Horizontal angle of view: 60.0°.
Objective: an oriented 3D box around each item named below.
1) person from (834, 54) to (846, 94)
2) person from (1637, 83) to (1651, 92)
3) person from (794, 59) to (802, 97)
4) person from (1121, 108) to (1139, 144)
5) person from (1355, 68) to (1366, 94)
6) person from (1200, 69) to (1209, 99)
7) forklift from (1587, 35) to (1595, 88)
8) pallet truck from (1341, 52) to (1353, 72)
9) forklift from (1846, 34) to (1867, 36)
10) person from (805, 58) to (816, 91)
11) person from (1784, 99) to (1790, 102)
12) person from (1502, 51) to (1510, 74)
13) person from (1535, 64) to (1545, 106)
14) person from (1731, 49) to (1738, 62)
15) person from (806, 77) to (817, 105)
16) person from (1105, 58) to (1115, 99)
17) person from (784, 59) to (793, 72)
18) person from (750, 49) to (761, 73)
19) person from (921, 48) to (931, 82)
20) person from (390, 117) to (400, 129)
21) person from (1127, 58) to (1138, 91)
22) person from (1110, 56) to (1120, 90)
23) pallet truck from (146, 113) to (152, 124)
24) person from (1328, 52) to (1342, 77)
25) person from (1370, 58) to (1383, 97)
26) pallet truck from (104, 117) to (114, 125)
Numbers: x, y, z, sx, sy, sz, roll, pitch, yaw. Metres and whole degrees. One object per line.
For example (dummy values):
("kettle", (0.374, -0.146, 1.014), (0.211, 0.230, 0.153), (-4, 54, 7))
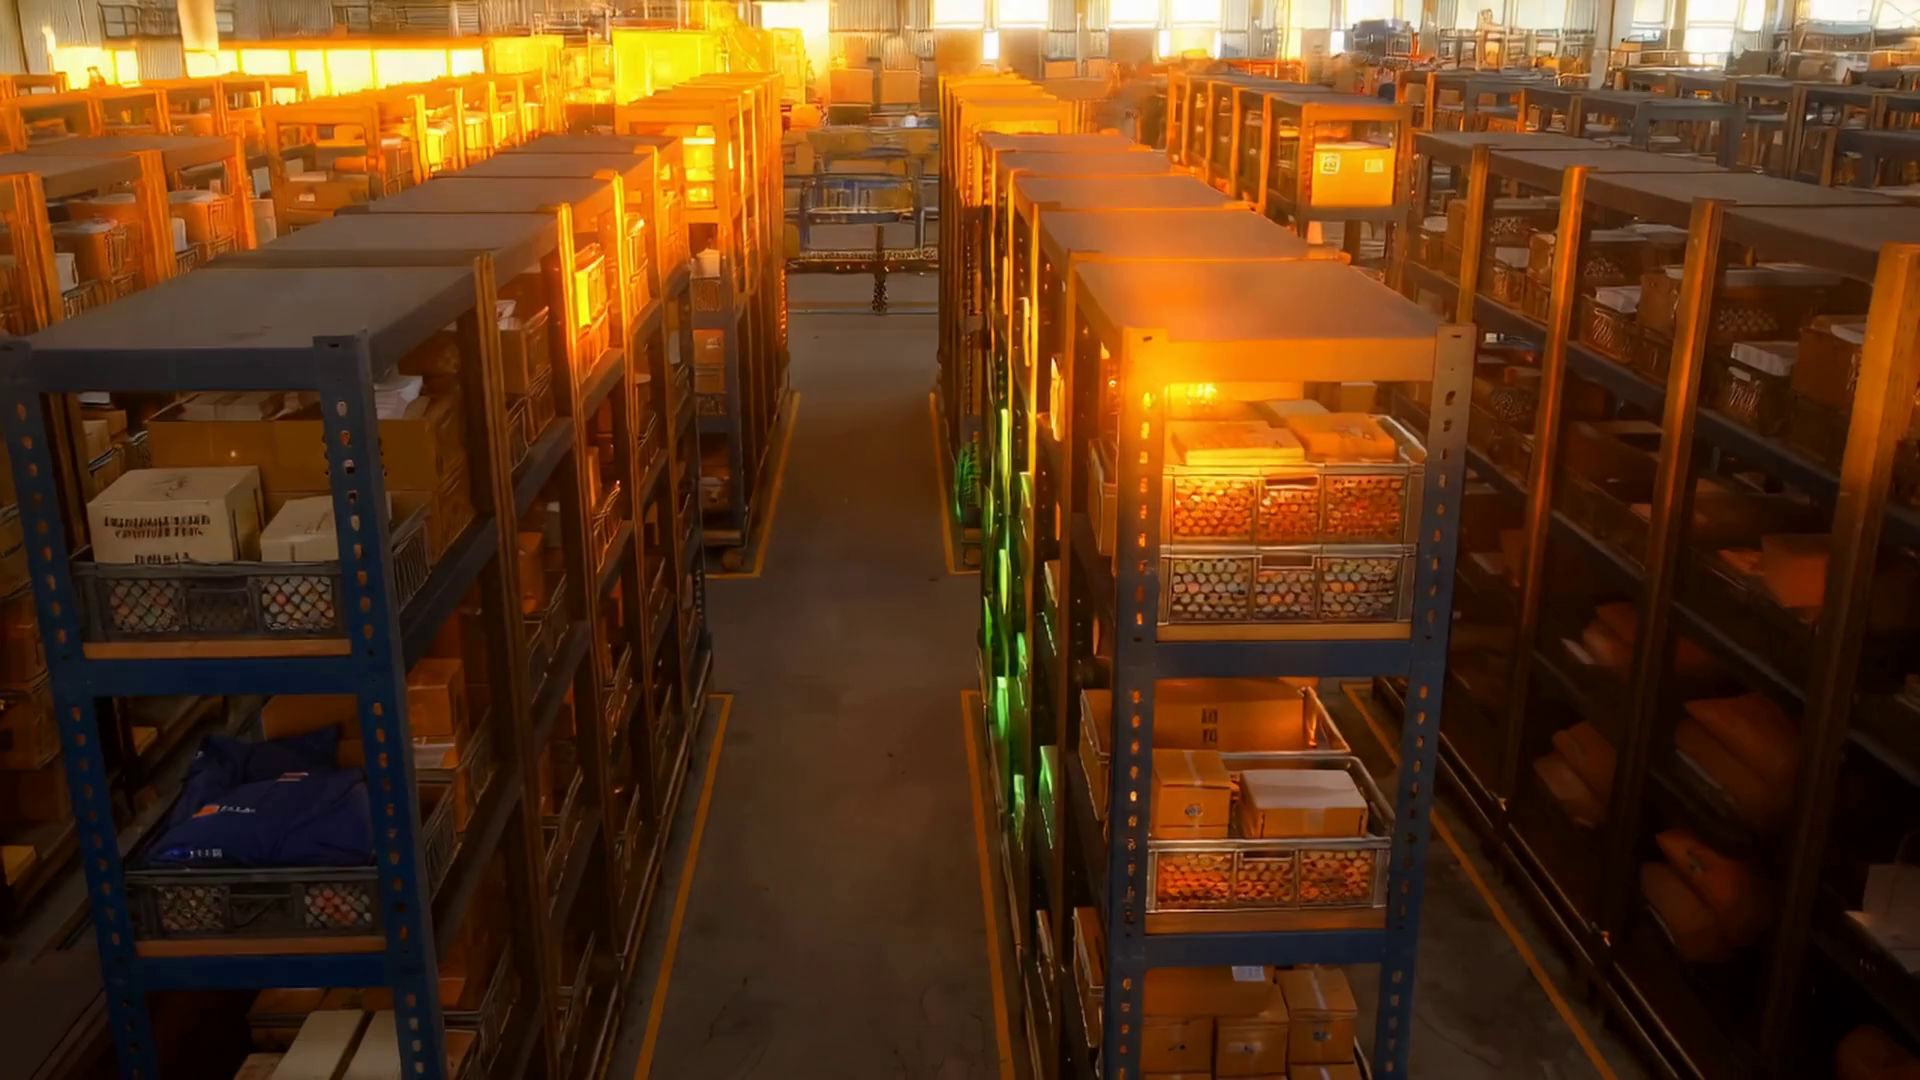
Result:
("person", (-5.843, -22.746, 81.263), (0.596, 1.882, 0.931), (-3, 18, -10))
("person", (24.997, -16.051, 60.921), (0.514, 1.639, 0.310), (1, 18, 2))
("person", (-7.487, -21.317, 76.739), (0.362, 1.938, 0.545), (7, 19, 20))
("person", (4.549, -10.709, 44.412), (0.537, 1.619, 0.388), (-4, 18, -12))
("person", (15.181, -16.859, 62.918), (0.485, 1.949, 0.651), (-1, 18, -3))
("person", (9.184, -16.642, 62.310), (0.647, 1.911, 0.539), (2, 18, 6))
("forklift", (30.521, -22.610, 79.232), (1.129, 2.768, 1.873), (0, 18, 1))
("pallet truck", (18.794, -23.123, 82.231), (0.823, 1.965, 1.885), (-13, 22, -35))
("forklift", (44.079, -23.555, 82.154), (1.129, 2.768, 1.873), (-1, 18, -3))
("person", (-6.892, -21.343, 76.965), (0.505, 1.847, 0.344), (-4, 18, -13))
("person", (28.784, -15.204, 57.934), (0.984, 1.888, 0.642), (4, 18, 13))
("person", (28.328, -24.473, 86.502), (0.353, 1.937, 0.635), (-6, 19, -18))
("person", (24.101, -18.861, 69.272), (0.507, 1.860, 0.325), (-9, 20, -27))
("person", (41.442, -25.293, 89.086), (0.609, 1.907, 0.522), (-16, 24, -41))
("person", (-4.915, -14.145, 54.488), (0.592, 1.980, 0.628), (4, 18, 12))
("person", (6.940, -21.261, 76.676), (0.517, 1.864, 0.569), (3, 18, 8))
("person", (-9.564, -26.674, 93.535), (0.961, 1.794, 0.652), (1, 18, 4))
("person", (-11.275, -26.159, 91.778), (0.585, 1.911, 0.390), (-7, 19, -21))
("person", (-1.952, -26.717, 93.600), (0.566, 1.854, 0.509), (6, 19, 18))
("person", (-18.041, -13.541, 52.985), (0.483, 1.745, 0.299), (7, 19, 21))
("person", (7.786, -20.917, 75.574), (0.462, 1.900, 0.786), (9, 20, 25))
("person", (7.306, -21.910, 78.681), (0.574, 1.876, 0.354), (-5, 19, -15))
("pallet truck", (-18.087, -8.309, 36.390), (1.885, 1.965, 0.823), (-1, 18, -4))
("person", (19.373, -24.291, 86.037), (0.617, 1.869, 0.991), (17, 24, 42))
("person", (17.907, -19.665, 71.462), (0.537, 2.000, 0.683), (-2, 18, -5))
("pallet truck", (-18.367, -7.885, 35.078), (1.885, 1.965, 0.823), (1, 18, 2))
